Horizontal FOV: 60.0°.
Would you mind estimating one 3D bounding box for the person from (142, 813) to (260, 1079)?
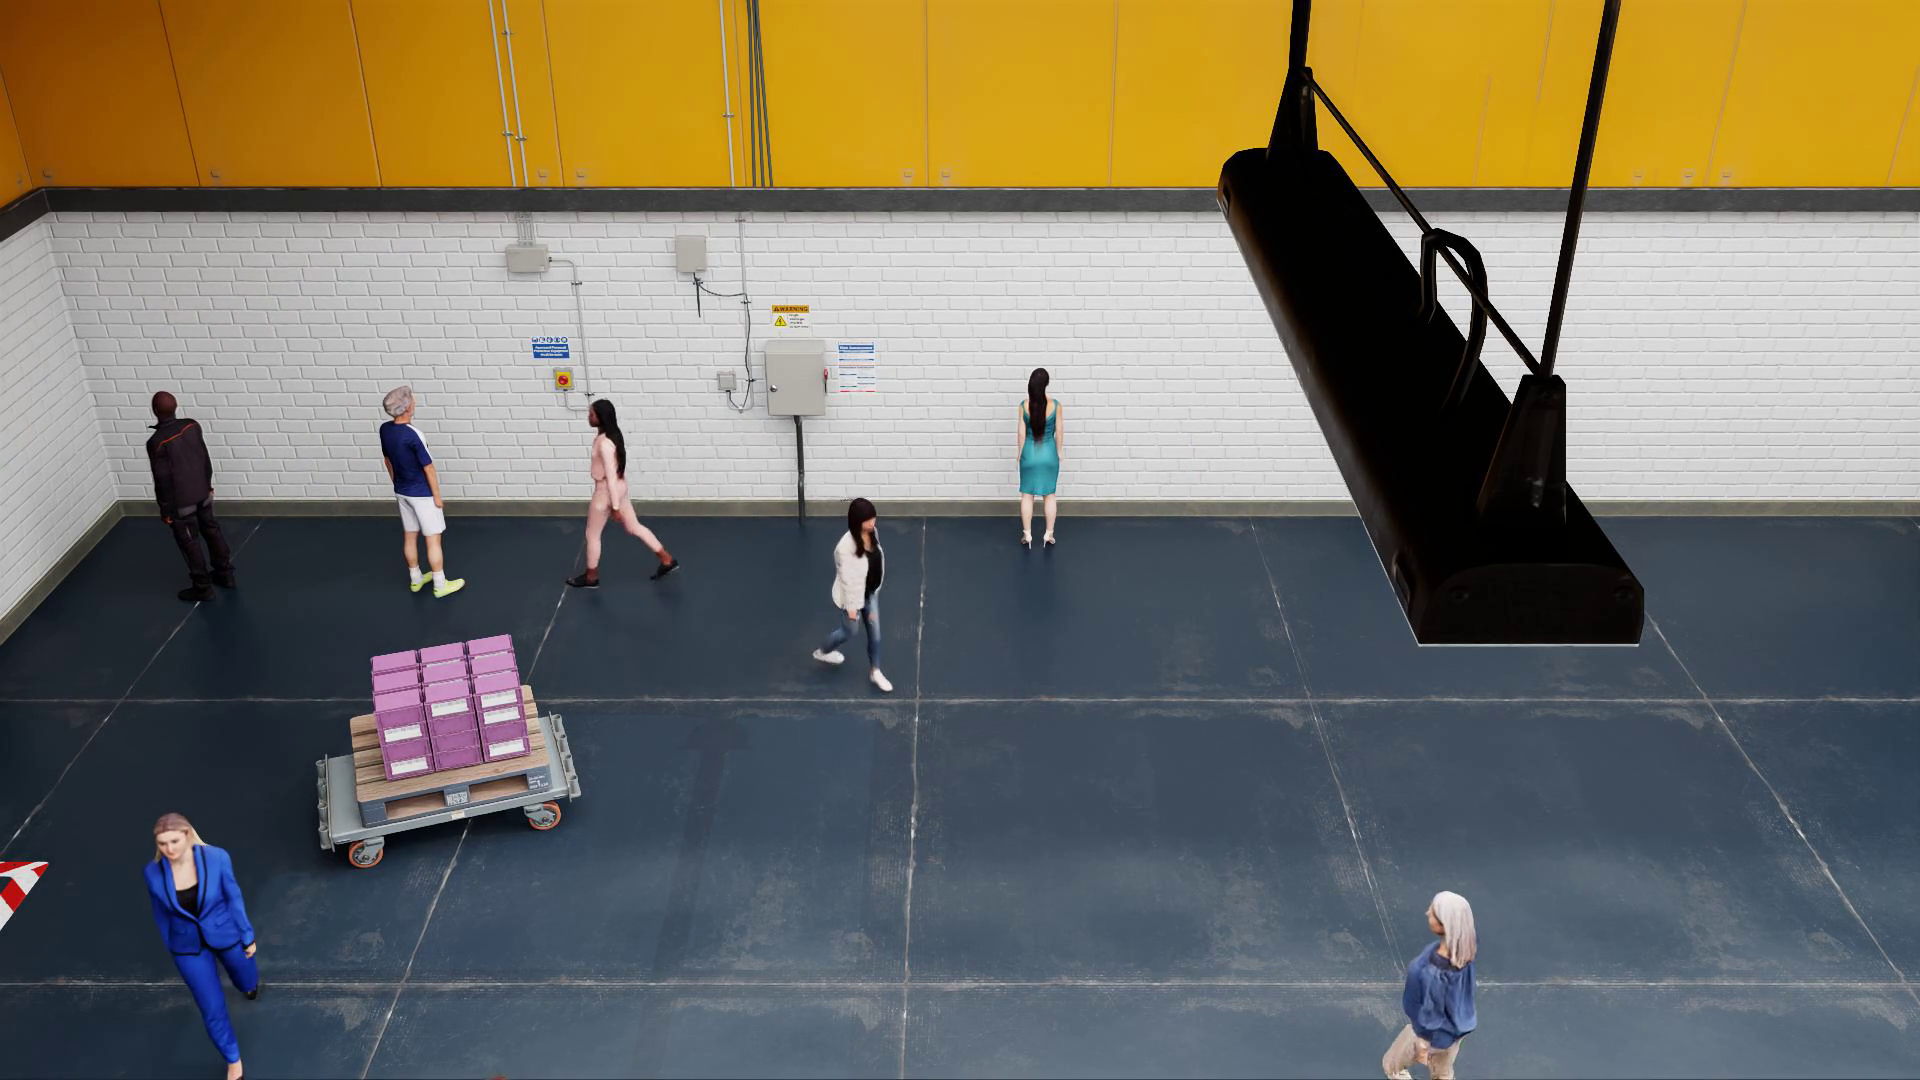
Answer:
[{"bbox_3d":[-4.073,2.145,9.058,0.861,1.673,1.091,-10,30,-18],"label":"person"}]

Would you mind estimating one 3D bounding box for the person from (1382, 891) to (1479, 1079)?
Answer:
[{"bbox_3d":[2.489,2.506,8.381,0.731,1.688,0.787,-24,37,-37],"label":"person"}]

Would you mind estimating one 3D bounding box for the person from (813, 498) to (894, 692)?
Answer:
[{"bbox_3d":[-0.820,0.370,12.388,1.006,1.600,0.982,17,33,28],"label":"person"}]

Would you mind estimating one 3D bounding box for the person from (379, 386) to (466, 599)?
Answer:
[{"bbox_3d":[-4.435,-0.397,13.546,0.720,1.839,0.715,14,31,23],"label":"person"}]

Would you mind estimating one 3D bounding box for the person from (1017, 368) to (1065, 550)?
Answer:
[{"bbox_3d":[0.679,-0.702,14.265,0.539,1.686,0.481,1,29,1],"label":"person"}]

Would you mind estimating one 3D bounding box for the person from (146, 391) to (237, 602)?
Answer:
[{"bbox_3d":[-6.276,-0.368,13.507,0.851,1.825,0.698,12,31,20],"label":"person"}]

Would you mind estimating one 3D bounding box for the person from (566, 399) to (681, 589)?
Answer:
[{"bbox_3d":[-2.761,-0.354,13.630,0.760,1.682,1.127,-3,29,-5],"label":"person"}]
